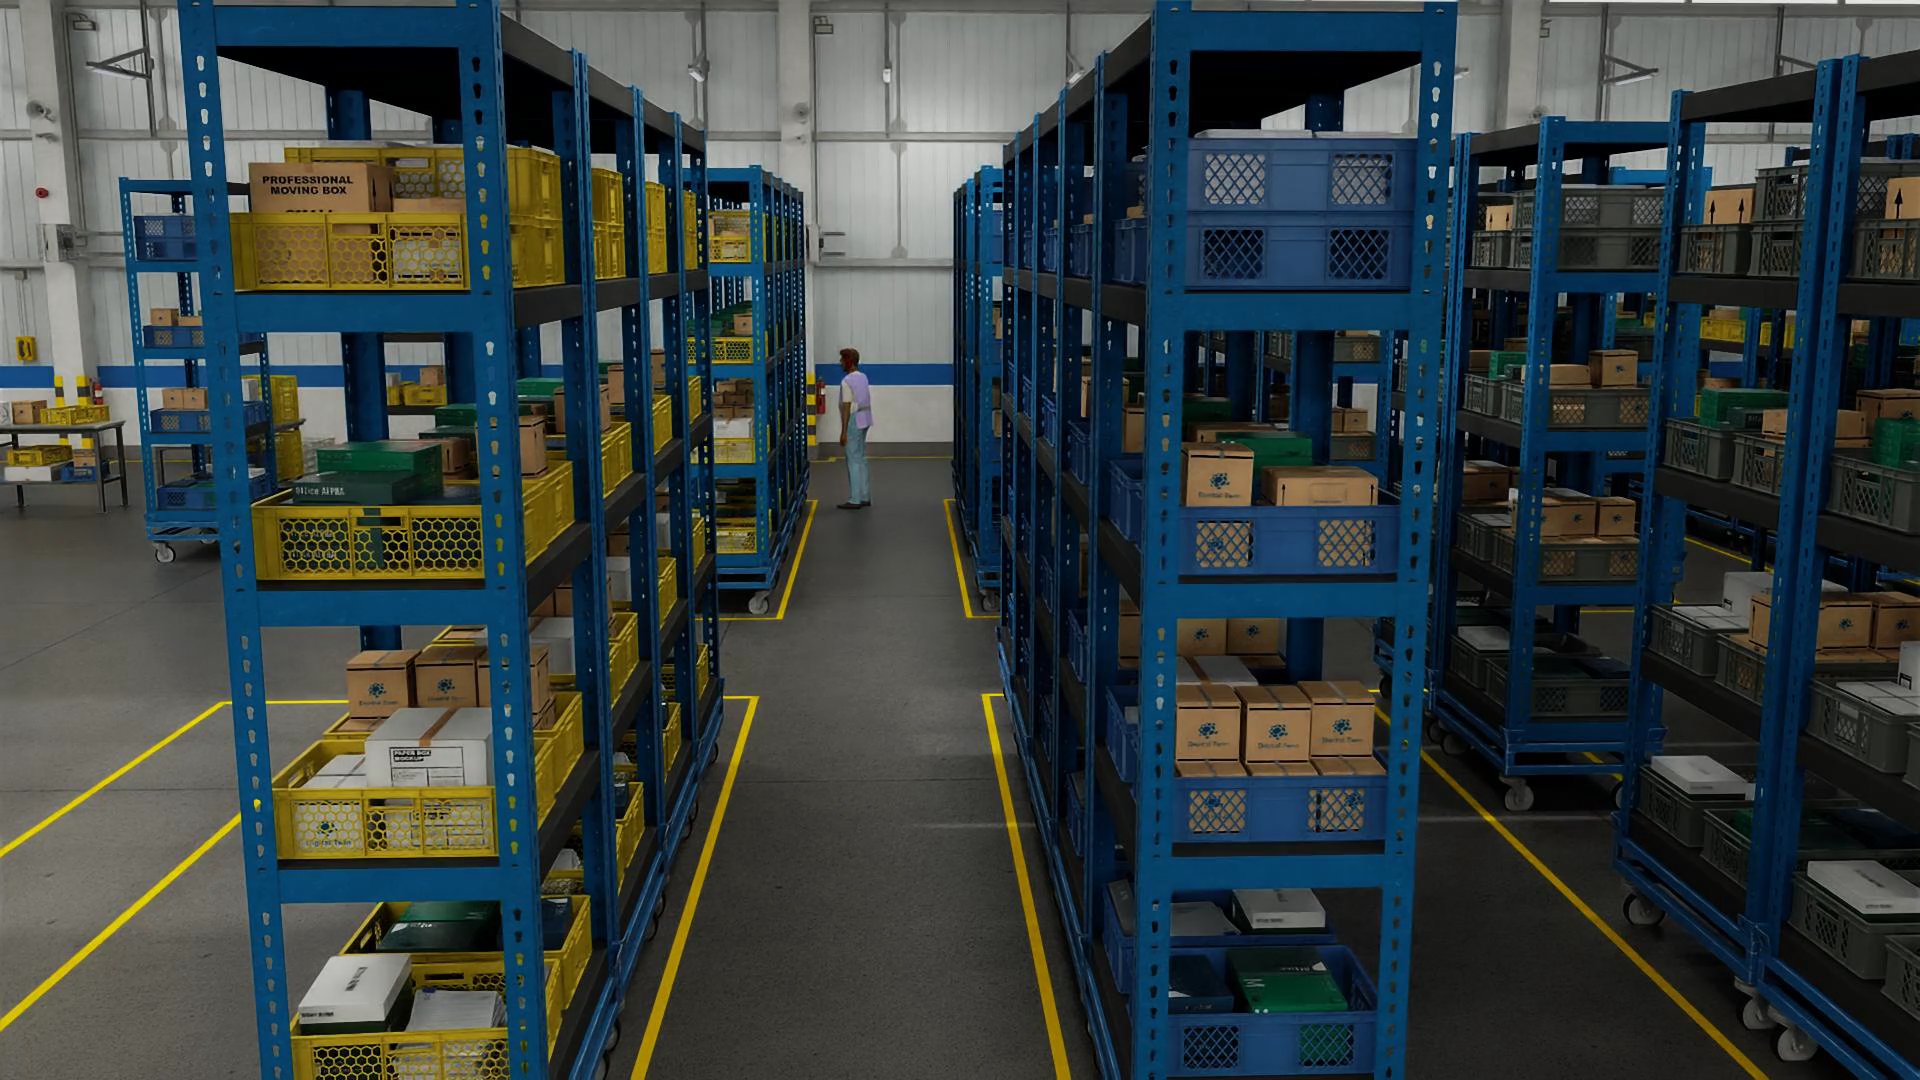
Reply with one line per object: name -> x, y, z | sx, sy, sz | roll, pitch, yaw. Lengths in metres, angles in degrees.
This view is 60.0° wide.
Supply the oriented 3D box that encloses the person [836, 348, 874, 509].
person -> -1.191, -1.265, 18.984 | 0.388, 1.837, 0.560 | 3, 10, 17
